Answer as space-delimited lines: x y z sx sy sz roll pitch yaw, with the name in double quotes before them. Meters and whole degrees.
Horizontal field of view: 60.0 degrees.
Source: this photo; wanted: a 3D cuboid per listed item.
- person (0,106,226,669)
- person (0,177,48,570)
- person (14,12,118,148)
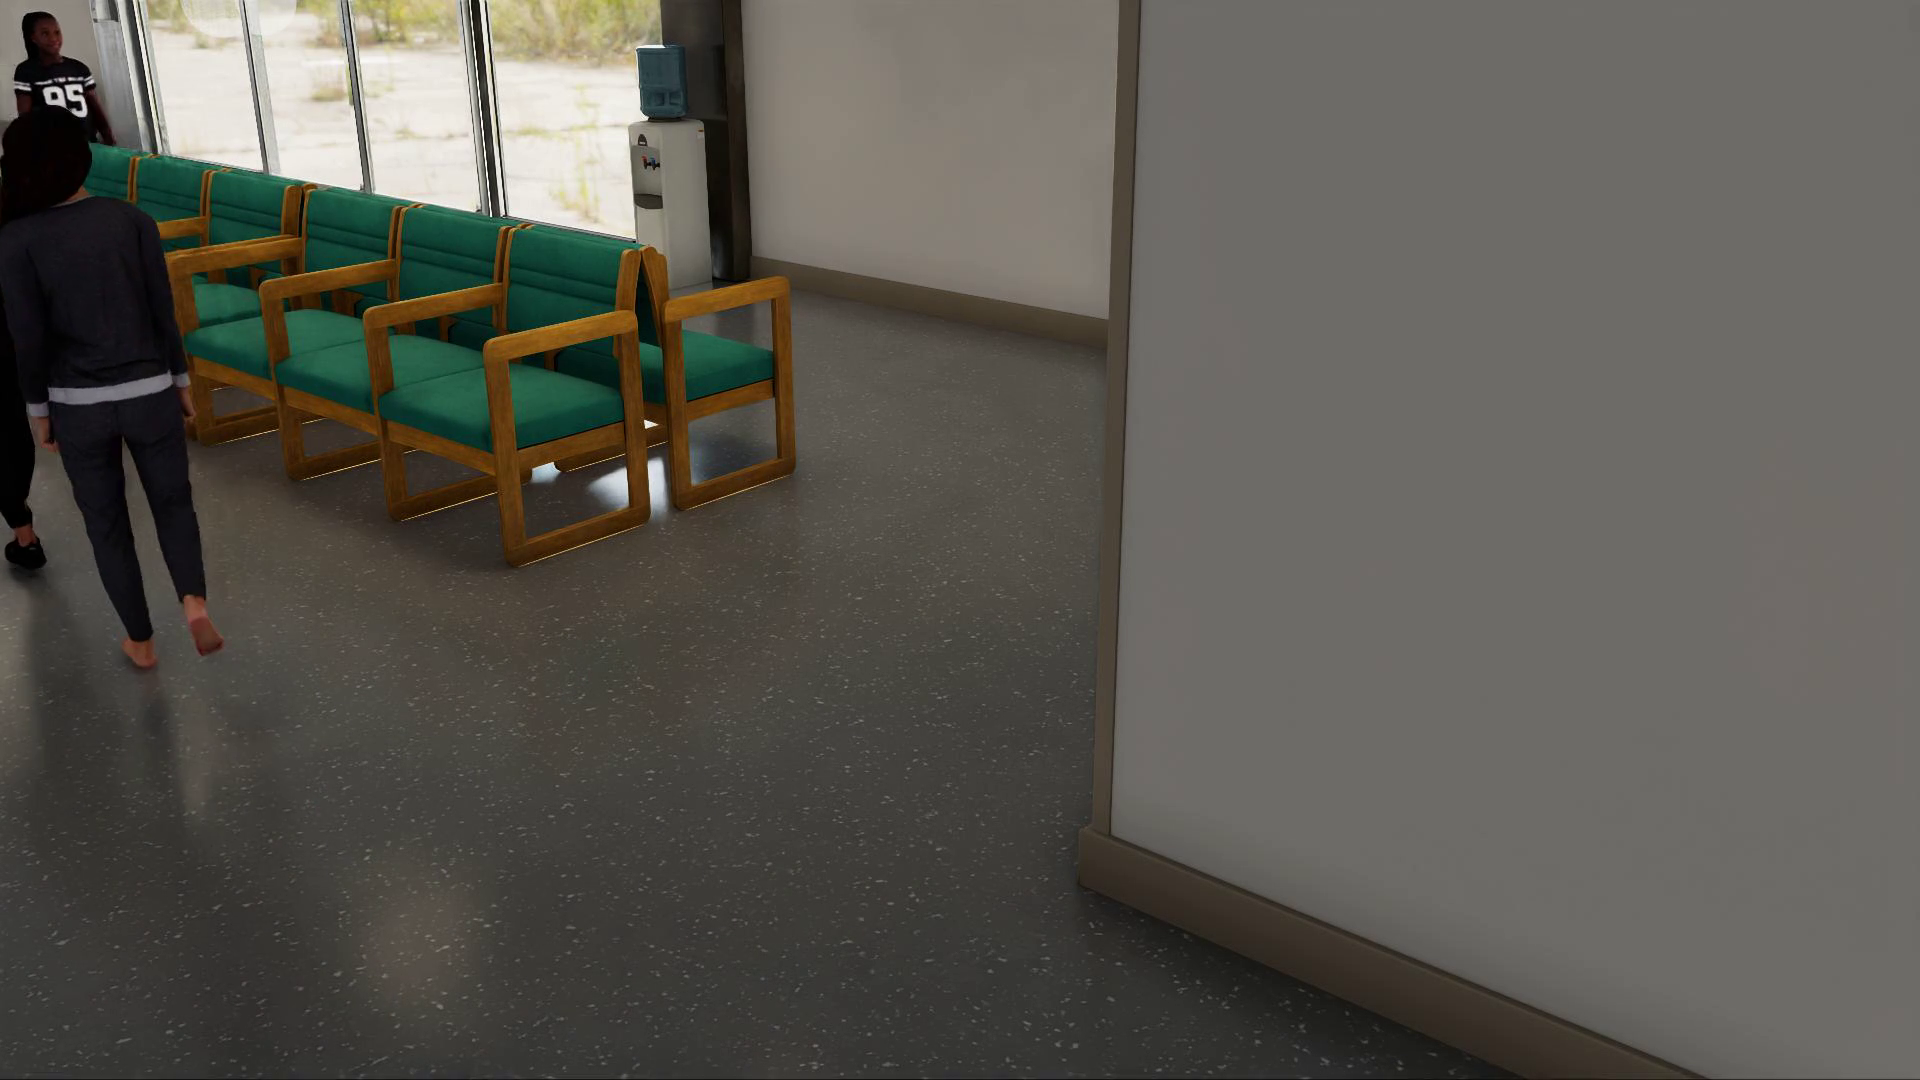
"person" -2.529 -0.401 5.021 0.824 1.760 0.790 -15 25 -34
"person" -3.493 -0.703 5.925 0.919 1.684 0.746 -19 28 -40
"person" -5.409 -2.298 10.080 0.708 1.724 0.592 15 25 34
